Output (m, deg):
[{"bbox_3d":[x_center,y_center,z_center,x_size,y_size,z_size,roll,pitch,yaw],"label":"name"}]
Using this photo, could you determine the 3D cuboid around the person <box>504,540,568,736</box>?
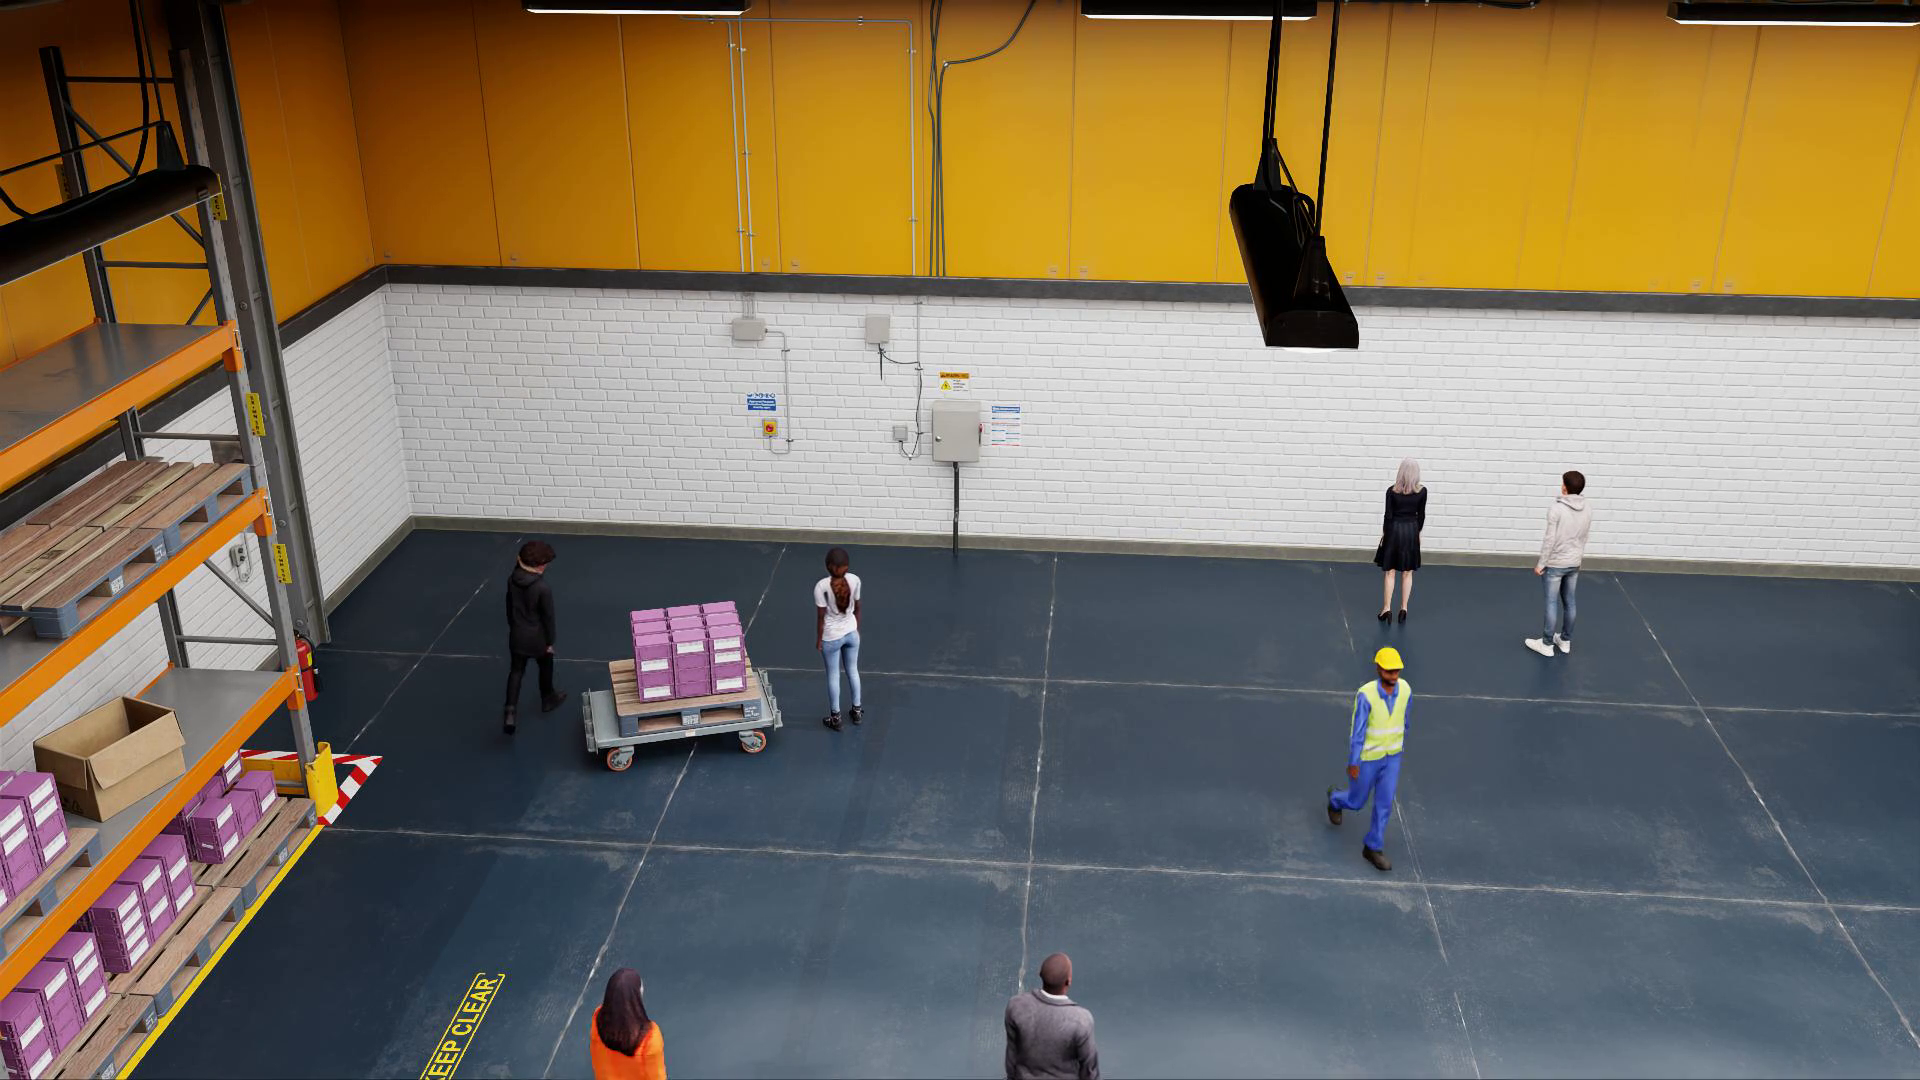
[{"bbox_3d":[-3.777,0.862,14.465,0.831,1.734,1.183,4,24,9],"label":"person"}]

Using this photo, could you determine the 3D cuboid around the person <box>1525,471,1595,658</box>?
[{"bbox_3d":[5.729,0.214,15.800,0.756,1.852,0.742,-9,25,-20],"label":"person"}]

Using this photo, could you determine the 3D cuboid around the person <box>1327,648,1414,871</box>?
[{"bbox_3d":[3.143,1.601,12.701,0.907,1.793,1.118,-7,25,-16],"label":"person"}]

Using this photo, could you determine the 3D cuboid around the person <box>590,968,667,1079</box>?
[{"bbox_3d":[-1.874,3.148,9.243,0.841,1.728,1.133,10,25,21],"label":"person"}]

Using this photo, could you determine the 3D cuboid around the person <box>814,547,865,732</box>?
[{"bbox_3d":[-1.047,0.846,14.520,0.672,1.719,0.705,-14,27,-28],"label":"person"}]

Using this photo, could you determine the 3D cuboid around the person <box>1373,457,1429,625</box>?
[{"bbox_3d":[4.356,0.000,16.421,0.628,1.747,0.598,-1,24,-2],"label":"person"}]

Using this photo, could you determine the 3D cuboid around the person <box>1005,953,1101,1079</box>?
[{"bbox_3d":[0.487,3.084,9.281,0.768,1.814,0.679,8,25,18],"label":"person"}]
